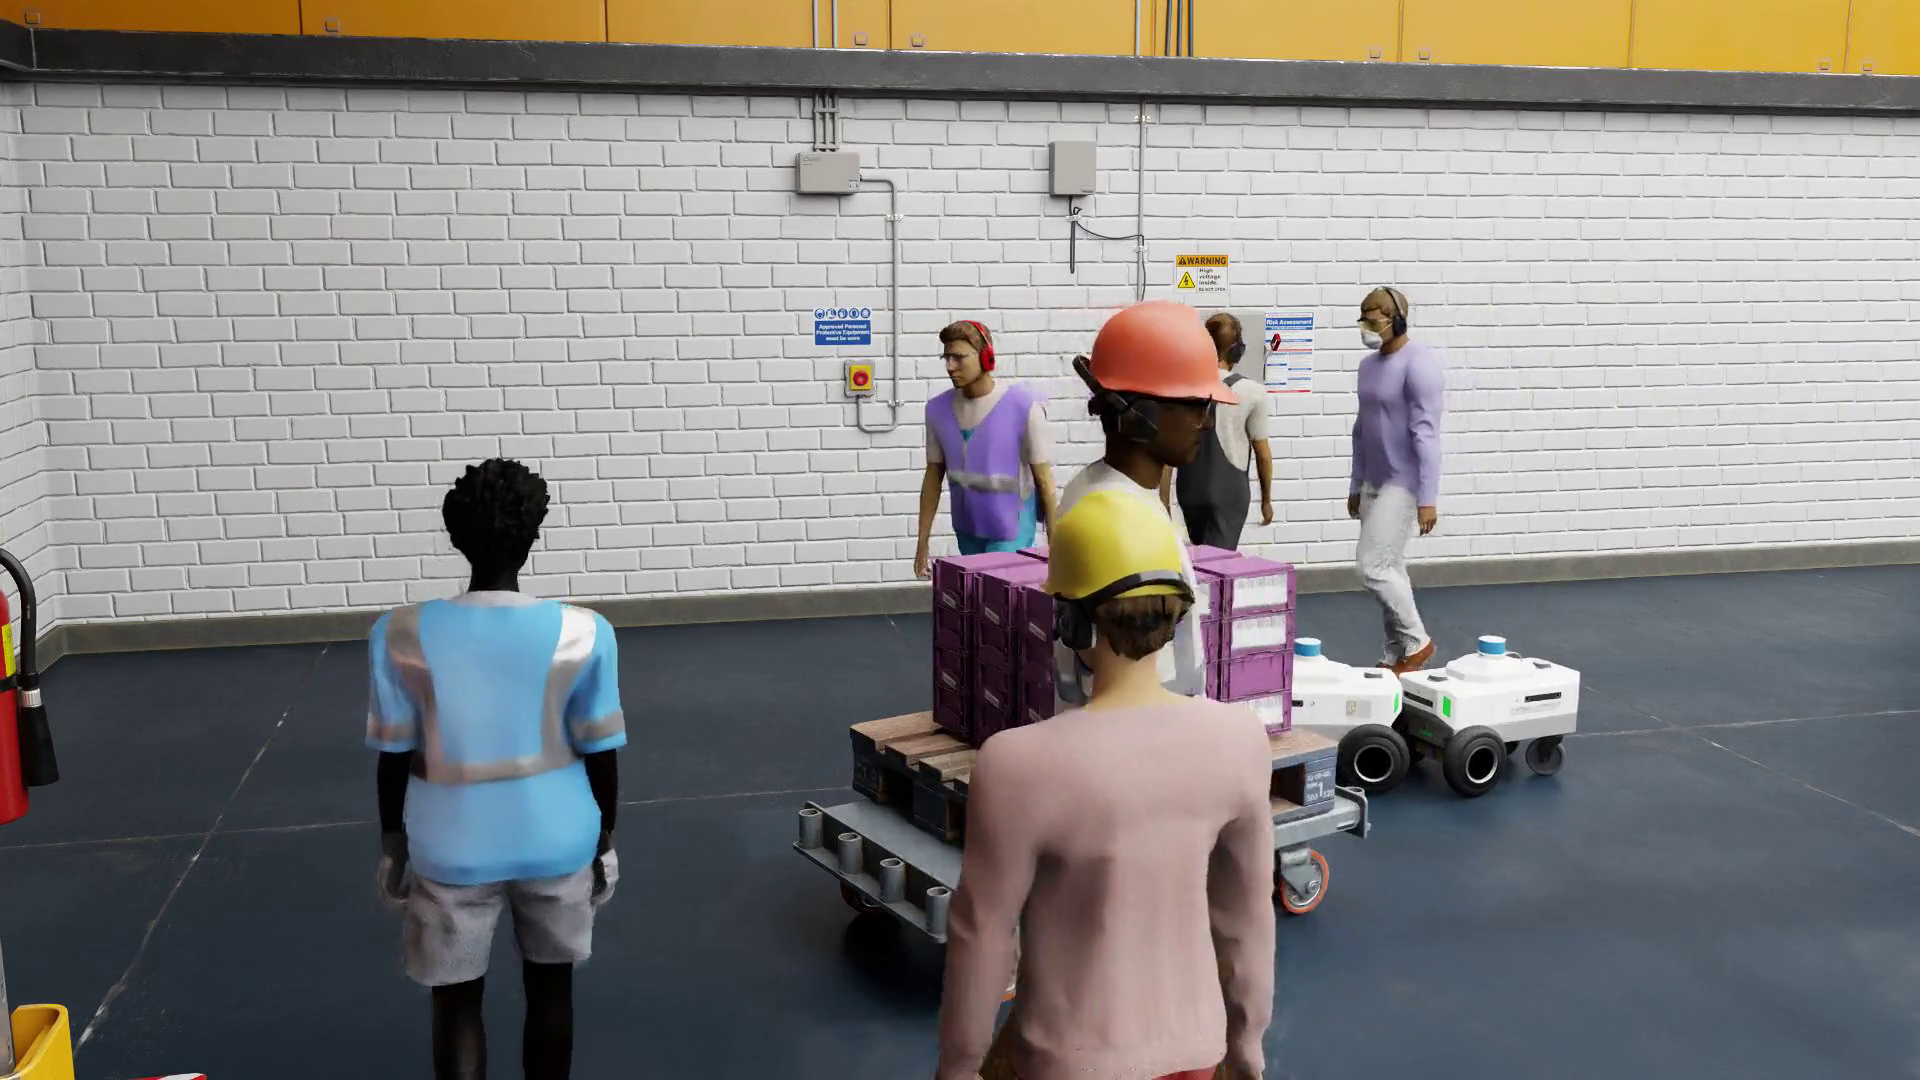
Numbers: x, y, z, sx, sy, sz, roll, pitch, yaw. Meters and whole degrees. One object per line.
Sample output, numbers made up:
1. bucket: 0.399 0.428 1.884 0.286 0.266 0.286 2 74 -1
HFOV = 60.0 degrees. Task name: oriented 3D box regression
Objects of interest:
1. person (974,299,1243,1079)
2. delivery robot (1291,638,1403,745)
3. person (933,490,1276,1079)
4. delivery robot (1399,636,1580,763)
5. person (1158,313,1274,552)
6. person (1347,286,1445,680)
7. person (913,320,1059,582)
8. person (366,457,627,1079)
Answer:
1. person: 0.361 0.500 3.530 0.899 2.012 0.614 0 10 -2
2. delivery robot: 1.369 0.632 6.587 0.707 0.478 0.477 1 10 4
3. person: 0.217 0.795 2.648 0.527 1.753 0.479 -6 12 -30
4. delivery robot: 2.109 0.626 6.623 0.707 0.478 0.477 -4 11 -23
5. person: 1.201 -0.165 7.862 0.496 1.795 0.940 7 13 36
6. person: 2.011 -0.229 7.828 0.445 1.917 0.669 -2 10 -12
7. person: 0.055 0.018 6.785 0.596 1.799 0.868 9 13 40
8. person: -0.968 0.668 3.524 0.538 1.674 0.606 -2 10 -11
